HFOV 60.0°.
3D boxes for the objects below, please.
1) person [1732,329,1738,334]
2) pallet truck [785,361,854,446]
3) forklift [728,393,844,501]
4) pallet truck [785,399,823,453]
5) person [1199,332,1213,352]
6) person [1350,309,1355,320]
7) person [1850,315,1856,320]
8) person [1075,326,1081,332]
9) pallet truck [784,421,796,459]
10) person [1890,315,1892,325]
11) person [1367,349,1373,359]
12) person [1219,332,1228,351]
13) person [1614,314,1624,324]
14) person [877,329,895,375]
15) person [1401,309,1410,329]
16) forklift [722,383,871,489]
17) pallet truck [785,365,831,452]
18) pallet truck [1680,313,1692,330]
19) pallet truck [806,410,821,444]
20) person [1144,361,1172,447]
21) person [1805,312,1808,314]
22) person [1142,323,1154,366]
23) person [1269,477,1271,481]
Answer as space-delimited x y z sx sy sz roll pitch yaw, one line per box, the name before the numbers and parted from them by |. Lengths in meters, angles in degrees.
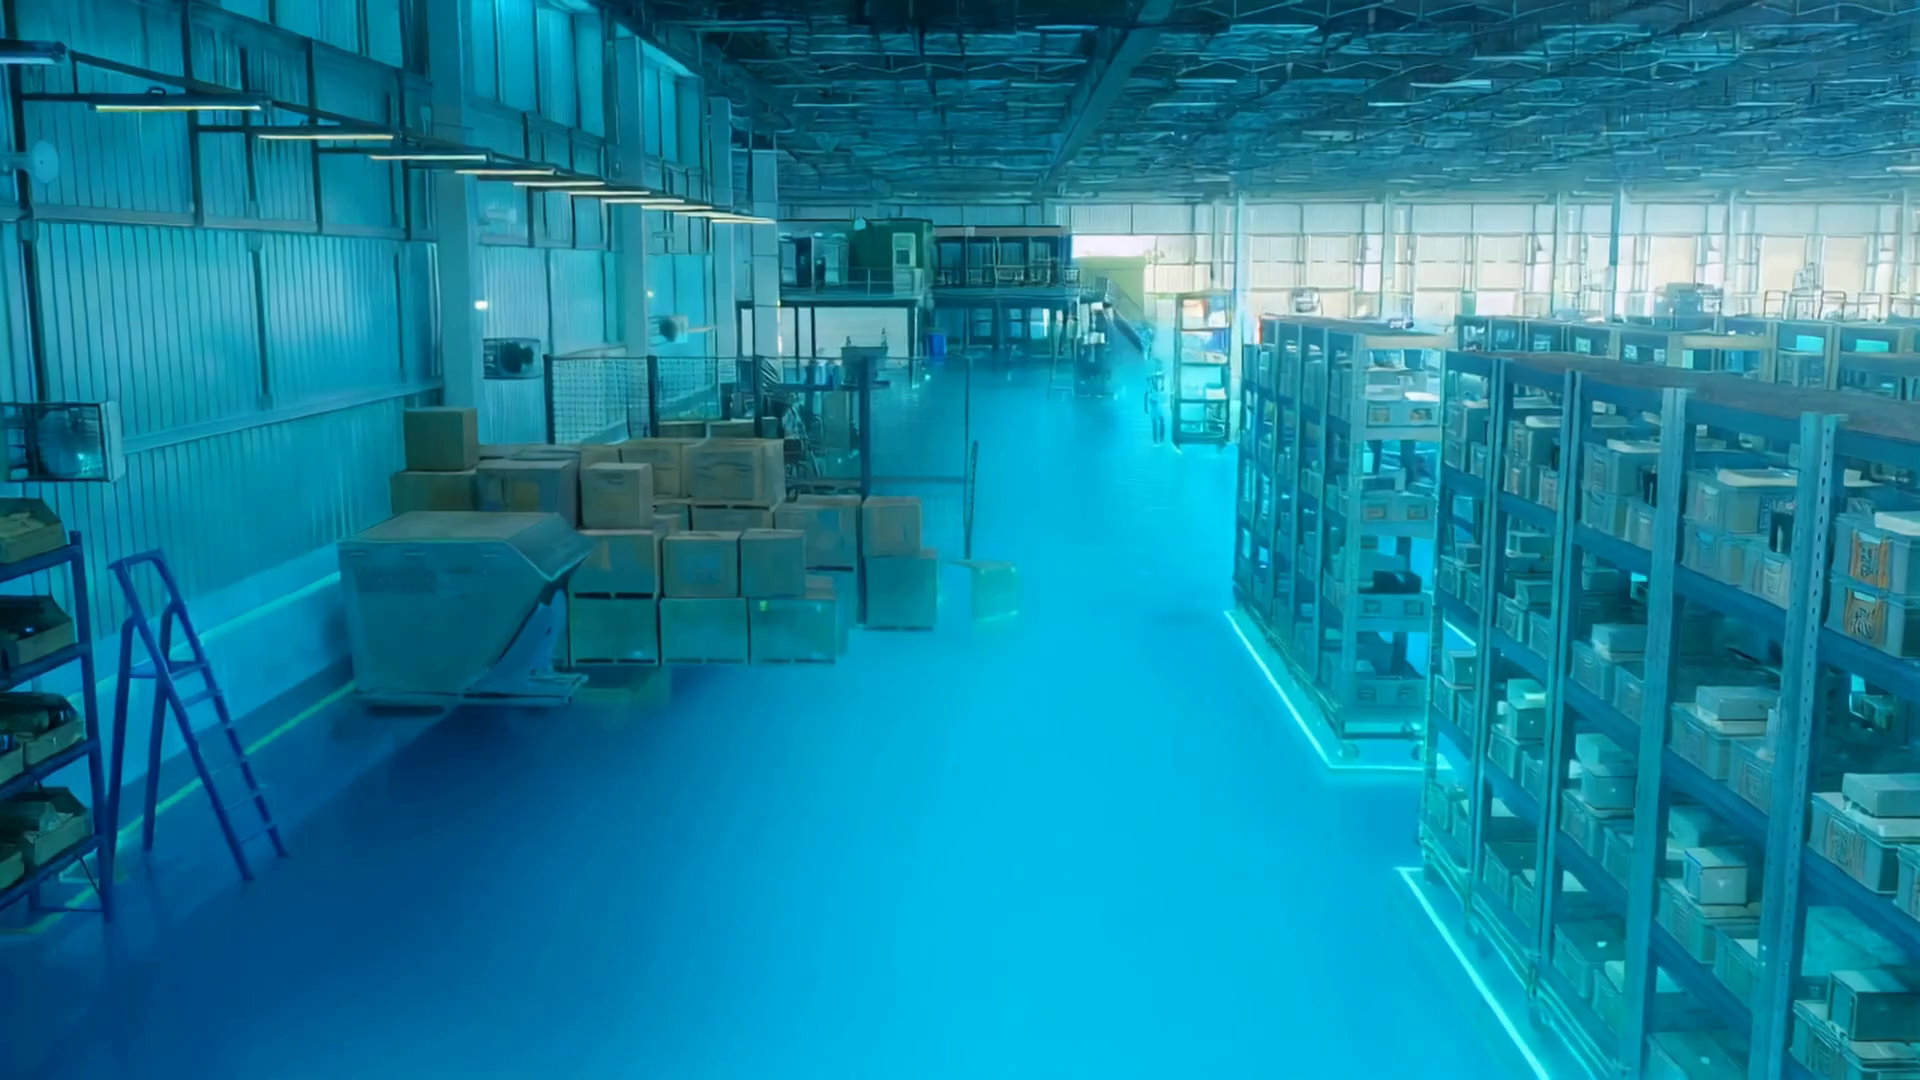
person | 34.174 -8.723 73.580 1.070 1.855 0.552 6 11 31
pallet truck | -3.410 -3.193 38.978 1.885 1.965 0.823 0 9 -1
forklift | -2.979 -1.316 26.476 2.680 1.987 1.157 0 9 1
pallet truck | -3.814 -2.432 36.419 1.630 1.274 0.653 0 9 1
person | 11.467 -9.368 77.471 0.615 1.863 0.429 -1 9 -7
person | 22.954 -12.643 97.753 0.900 1.834 0.524 5 11 29
person | 46.265 -10.797 86.403 0.628 1.828 0.666 -7 11 -35
person | 6.928 -12.365 95.842 0.584 1.911 0.392 -6 11 -32
pallet truck | -4.013 -1.793 32.705 1.601 1.201 0.680 0 9 1
person | 46.315 -10.212 82.553 0.642 1.905 0.597 1 9 4
person | 12.955 -5.243 52.164 0.403 1.827 0.595 -2 9 -12
person | 12.338 -9.468 77.928 0.392 1.920 0.593 7 12 37
person | 32.306 -10.196 82.039 0.692 2.000 1.028 8 12 40
person | -2.901 -7.430 65.688 0.861 1.804 0.505 -1 9 -5
person | 25.224 -12.118 94.285 0.586 1.918 0.395 -6 11 -31
forklift | -2.893 -1.687 28.729 2.680 1.987 1.157 0 9 -1
pallet truck | -3.774 -2.976 37.635 1.885 1.965 0.823 1 9 5
pallet truck | 36.315 -10.531 84.244 0.823 1.965 1.885 -6 11 -33
pallet truck | -3.559 -2.018 33.905 1.522 1.261 0.704 0 9 -1
person | 4.599 -3.154 38.702 0.642 2.000 0.967 2 9 10
person | 44.758 -11.121 88.074 0.379 1.937 0.629 8 12 41
person | 8.092 -8.381 71.390 0.582 1.870 0.413 -2 10 -15
person | 5.309 -1.070 26.728 0.529 1.726 0.898 -4 10 -25
